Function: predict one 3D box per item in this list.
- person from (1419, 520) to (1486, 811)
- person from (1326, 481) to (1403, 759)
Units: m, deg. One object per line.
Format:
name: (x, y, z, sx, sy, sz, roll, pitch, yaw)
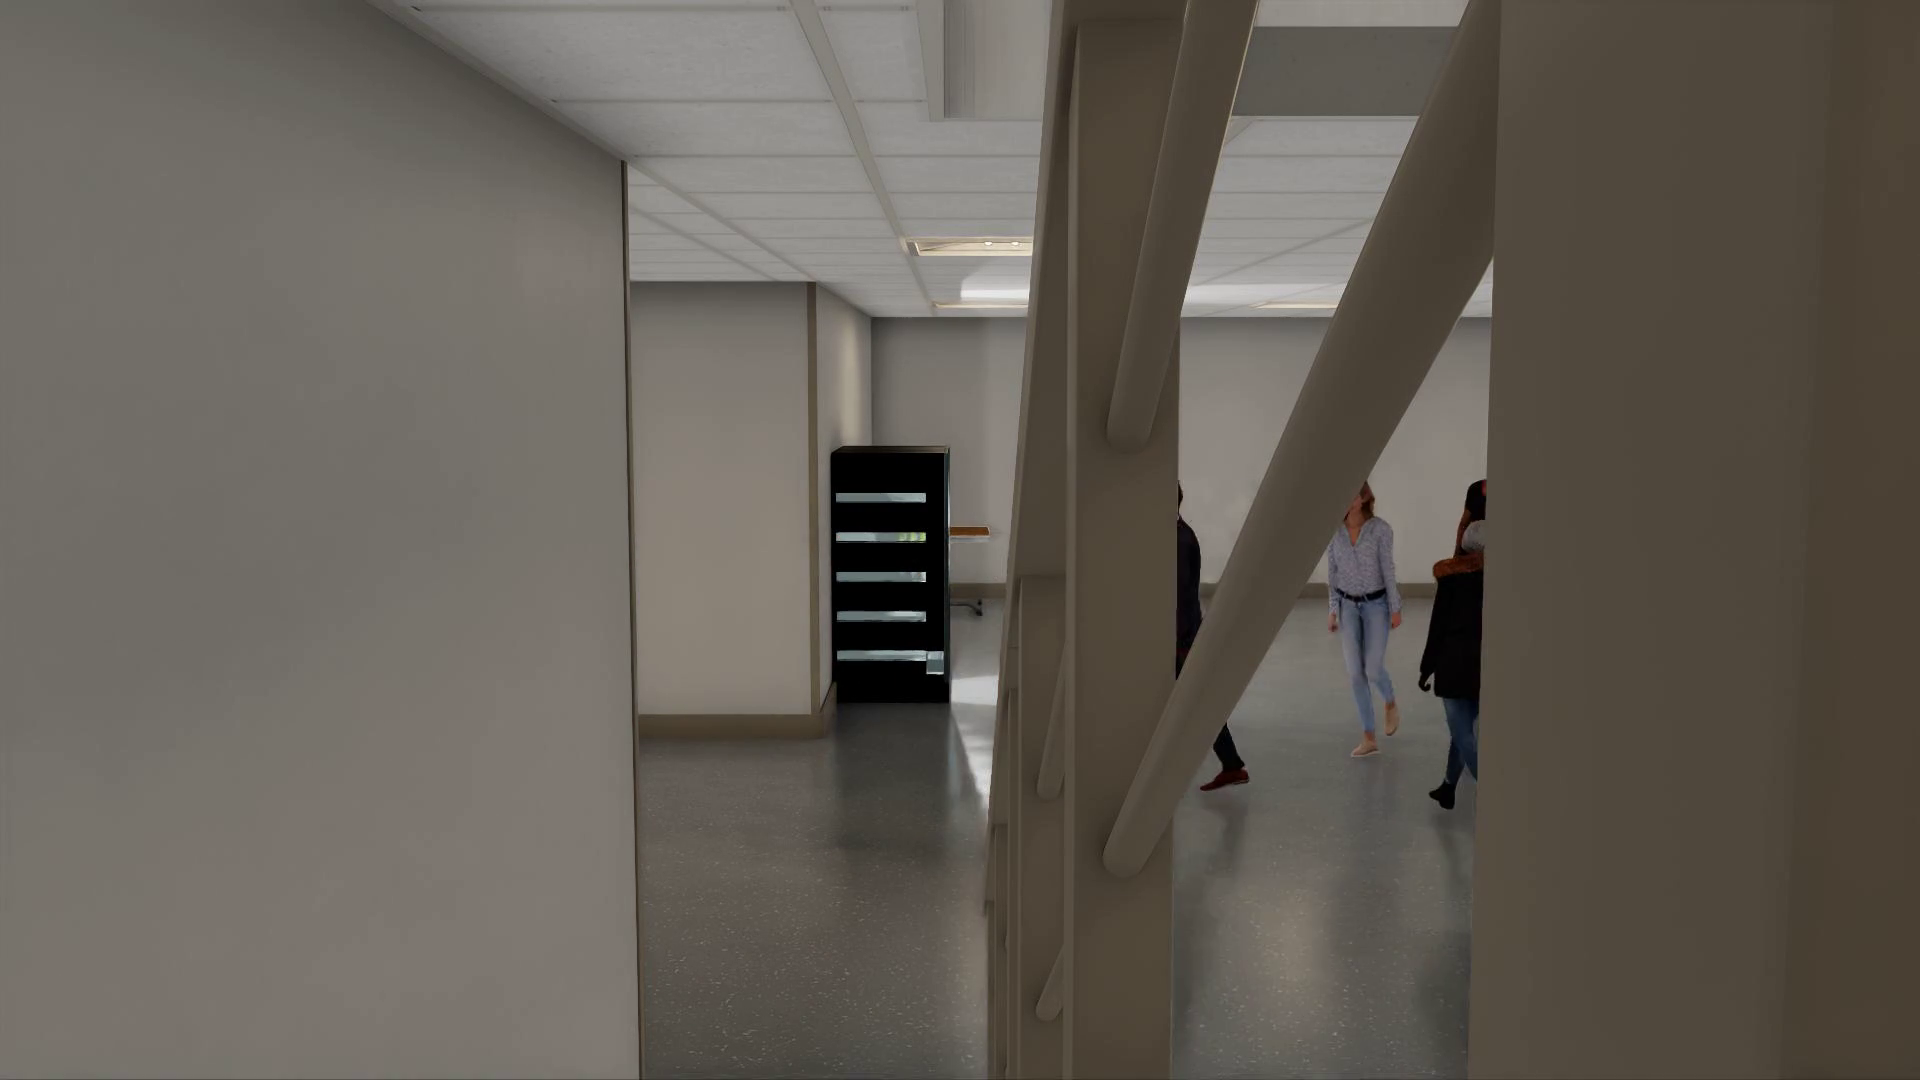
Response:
person: (2.722, 0.731, 8.781, 0.788, 1.592, 1.113, -2, 6, -16)
person: (2.572, 0.470, 10.475, 0.904, 1.773, 0.981, 4, 7, 34)
